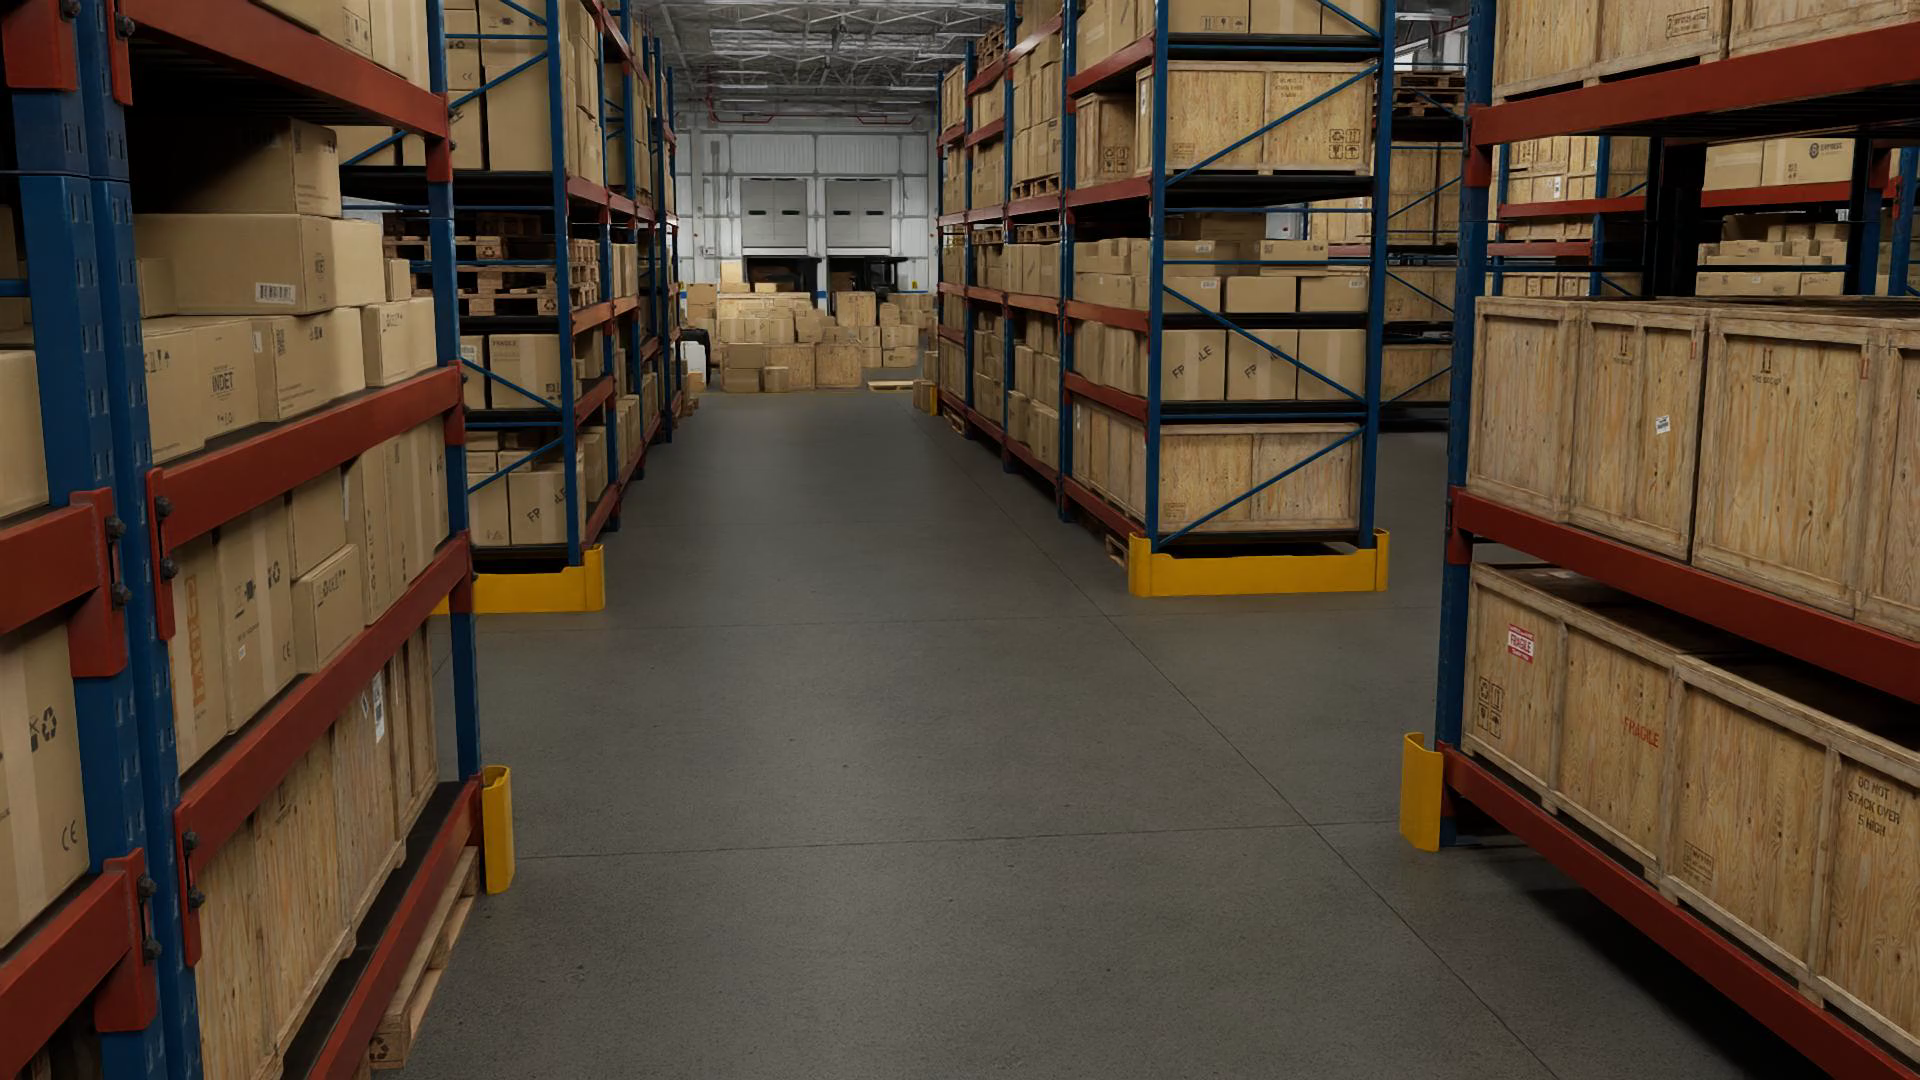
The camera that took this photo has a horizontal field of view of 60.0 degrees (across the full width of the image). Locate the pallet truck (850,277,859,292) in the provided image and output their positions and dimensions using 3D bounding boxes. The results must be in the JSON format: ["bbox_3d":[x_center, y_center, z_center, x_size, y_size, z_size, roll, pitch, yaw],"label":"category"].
[{"bbox_3d":[-3.782,-9.391,65.808,1.885,1.965,0.823,2,10,10],"label":"pallet truck"}]

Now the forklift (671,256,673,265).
[{"bbox_3d":[-11.044,-9.145,61.805,1.129,2.768,1.873,-1,10,-7],"label":"forklift"}]

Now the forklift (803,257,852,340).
[{"bbox_3d":[-3.510,-5.286,39.342,1.873,2.768,1.129,-1,10,-8],"label":"forklift"}]

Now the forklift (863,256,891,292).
[{"bbox_3d":[-2.730,-8.007,55.180,1.129,2.768,1.873,-7,12,-35],"label":"forklift"}]
